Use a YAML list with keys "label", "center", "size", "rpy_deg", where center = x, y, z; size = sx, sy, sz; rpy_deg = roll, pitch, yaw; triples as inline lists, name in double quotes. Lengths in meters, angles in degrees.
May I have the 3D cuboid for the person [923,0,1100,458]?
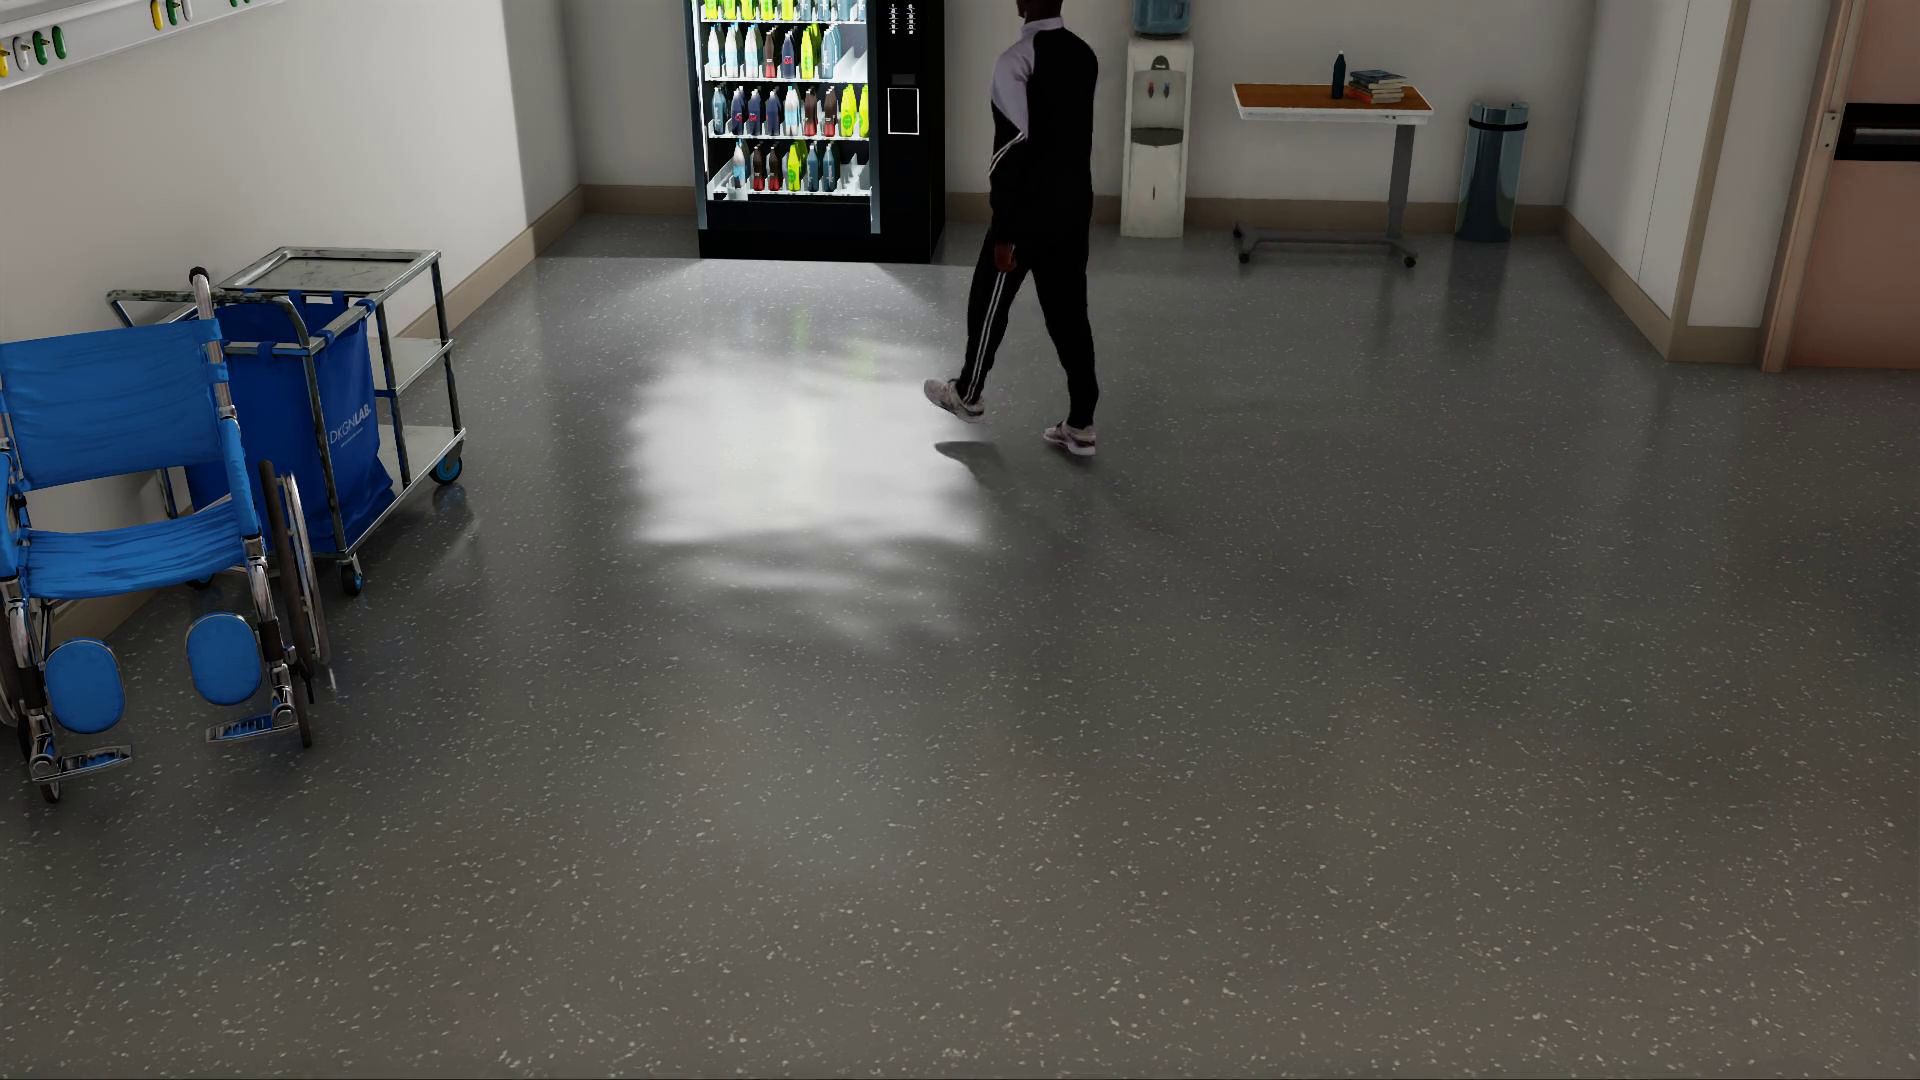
- label: "person"
  center: [0.351, -1.145, 5.958]
  size: [1.097, 1.804, 1.148]
  rpy_deg: [-19, 32, -35]
